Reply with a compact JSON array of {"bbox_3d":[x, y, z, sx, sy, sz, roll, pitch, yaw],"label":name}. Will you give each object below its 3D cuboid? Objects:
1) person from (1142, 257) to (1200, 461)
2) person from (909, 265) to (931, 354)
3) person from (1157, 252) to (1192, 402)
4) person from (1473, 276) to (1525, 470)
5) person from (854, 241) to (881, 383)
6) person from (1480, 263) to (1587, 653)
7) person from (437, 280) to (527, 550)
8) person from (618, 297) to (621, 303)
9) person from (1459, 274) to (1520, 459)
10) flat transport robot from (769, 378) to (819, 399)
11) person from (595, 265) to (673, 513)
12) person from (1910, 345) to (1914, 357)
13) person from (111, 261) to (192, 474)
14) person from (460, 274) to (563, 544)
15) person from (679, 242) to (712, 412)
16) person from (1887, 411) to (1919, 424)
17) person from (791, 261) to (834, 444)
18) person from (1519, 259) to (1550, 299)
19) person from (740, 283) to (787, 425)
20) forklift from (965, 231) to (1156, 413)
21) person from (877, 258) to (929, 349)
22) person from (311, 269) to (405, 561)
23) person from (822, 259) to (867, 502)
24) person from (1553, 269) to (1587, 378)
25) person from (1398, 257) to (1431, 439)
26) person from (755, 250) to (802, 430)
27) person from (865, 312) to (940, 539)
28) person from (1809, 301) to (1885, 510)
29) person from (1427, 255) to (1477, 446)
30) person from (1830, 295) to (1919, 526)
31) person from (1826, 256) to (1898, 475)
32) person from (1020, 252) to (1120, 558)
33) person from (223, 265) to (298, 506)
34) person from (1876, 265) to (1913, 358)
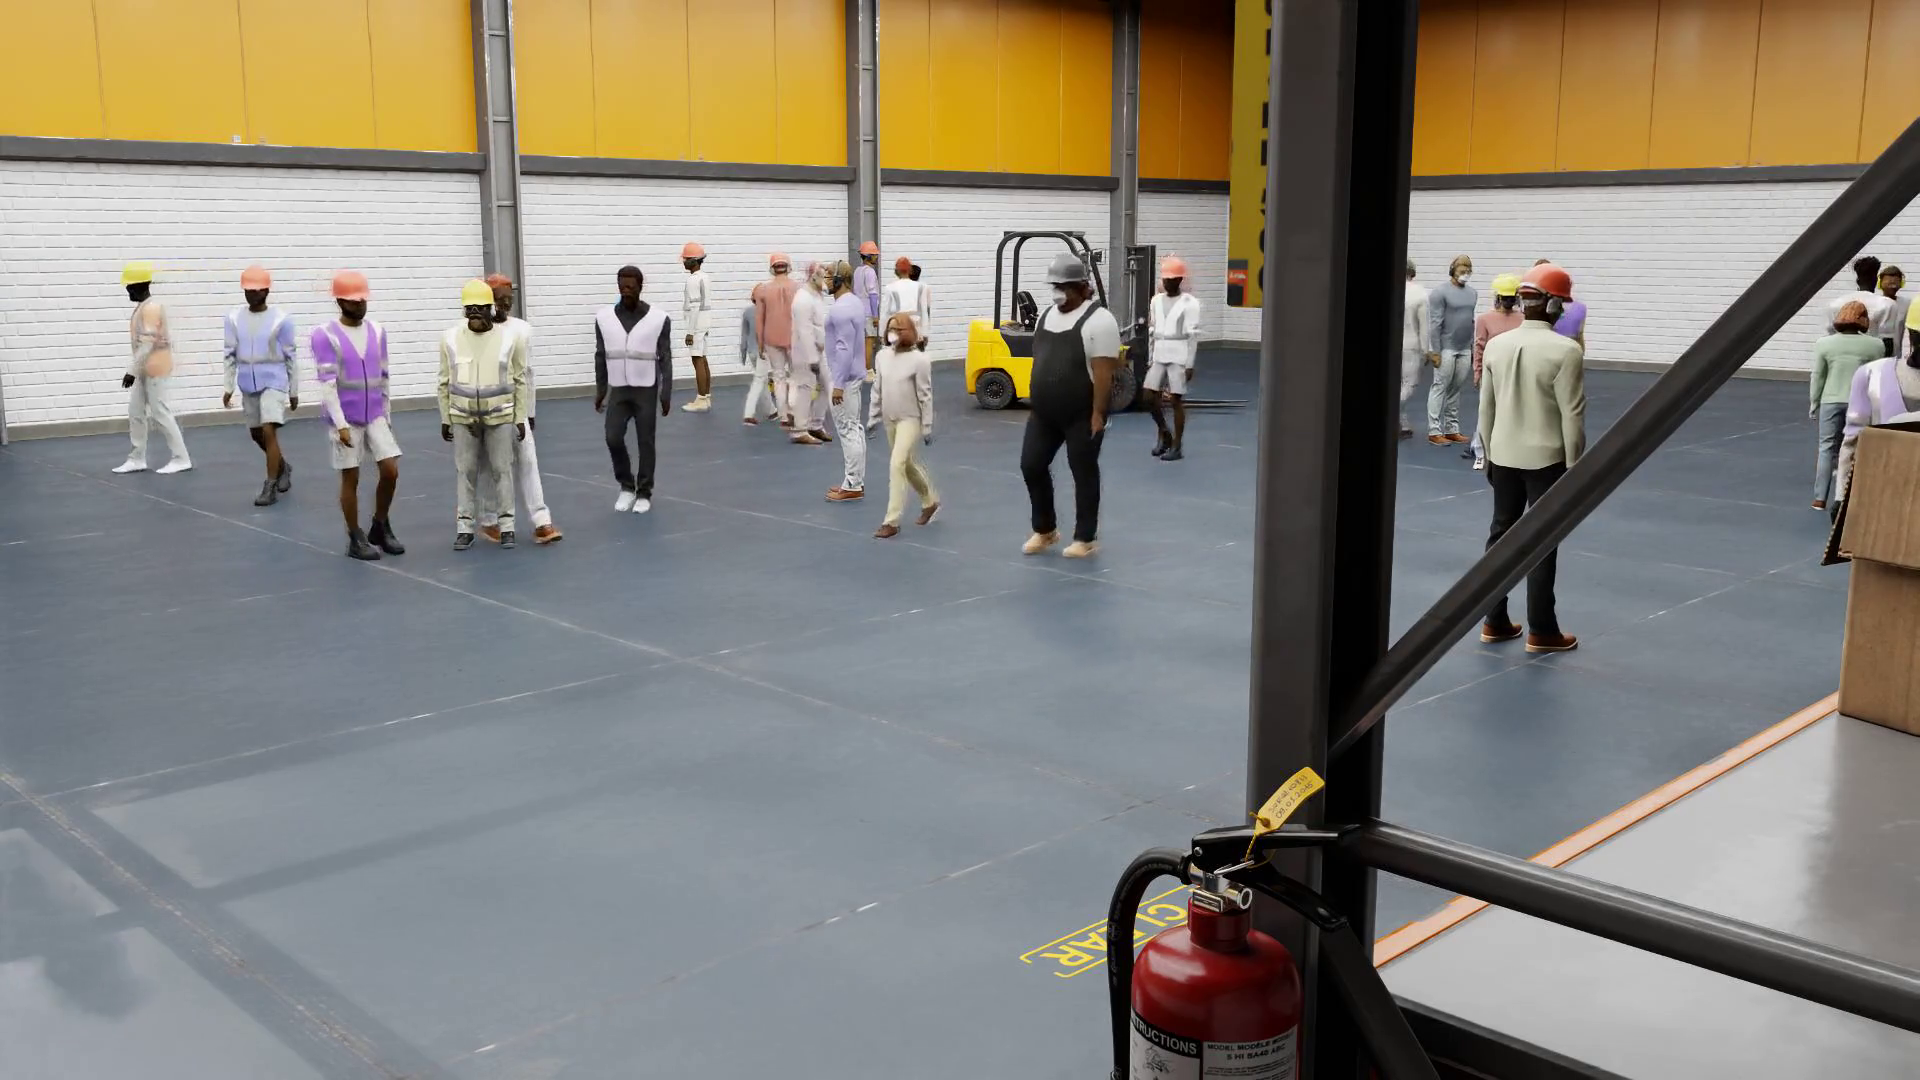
[{"bbox_3d":[1.987,-1.707,15.775,0.575,1.921,0.410,9,14,41],"label":"person"},{"bbox_3d":[-0.679,-3.225,24.690,0.536,1.693,0.319,4,11,20],"label":"person"},{"bbox_3d":[2.701,-2.718,21.322,0.408,1.912,0.643,6,12,30],"label":"person"},{"bbox_3d":[4.930,-1.506,15.119,0.523,1.765,0.316,2,11,8],"label":"person"},{"bbox_3d":[-1.320,-3.290,24.080,0.372,2.044,0.607,-5,12,-26],"label":"person"},{"bbox_3d":[2.952,-0.418,8.565,0.385,1.990,0.608,-7,12,-33],"label":"person"},{"bbox_3d":[-3.246,-0.844,11.312,0.586,1.835,0.403,-2,11,-9],"label":"person"},{"bbox_3d":[-4.344,-2.699,21.800,0.317,1.696,0.538,0,10,-1],"label":"person"},{"bbox_3d":[5.267,-1.649,15.912,0.969,1.775,0.598,-6,12,-28],"label":"person"},{"bbox_3d":[-2.002,-2.004,21.899,0.652,0.197,1.431,-5,11,-24],"label":"flat transport robot"},{"bbox_3d":[-2.507,-1.143,12.747,0.629,1.901,0.500,1,10,4],"label":"person"},{"bbox_3d":[8.732,-1.517,14.785,0.855,1.901,0.578,-8,13,-37],"label":"person"},{"bbox_3d":[-7.219,-1.515,14.788,0.638,1.894,0.604,-7,13,-35],"label":"person"},{"bbox_3d":[-3.091,-0.868,11.375,0.598,1.854,0.832,-8,13,-38],"label":"person"},{"bbox_3d":[-3.210,-2.579,20.193,0.365,2.048,0.607,1,10,4],"label":"person"},{"bbox_3d":[3.307,0.196,5.543,0.329,1.872,0.507,-9,14,-41],"label":"person"},{"bbox_3d":[-1.500,-1.886,16.900,0.512,1.871,0.676,3,11,14],"label":"person"},{"bbox_3d":[7.075,-2.504,20.343,0.628,1.843,0.429,6,12,28],"label":"person"},{"bbox_3d":[-2.227,-2.104,18.849,0.508,1.588,0.845,7,13,35],"label":"person"},{"bbox_3d":[1.222,-2.721,20.561,2.313,2.155,1.214,2,11,13],"label":"forklift"},{"bbox_3d":[-0.742,-2.613,20.932,0.598,1.839,0.951,-4,11,-22],"label":"person"},{"bbox_3d":[-3.923,-0.800,10.855,0.490,1.912,0.556,9,14,40],"label":"person"},{"bbox_3d":[-0.926,-1.270,13.348,0.355,1.938,0.634,1,10,4],"label":"person"},{"bbox_3d":[5.683,-1.686,15.935,0.597,1.819,0.468,-1,10,-4],"label":"person"},{"bbox_3d":[4.551,-1.982,17.269,0.634,1.914,0.724,10,14,43],"label":"person"},{"bbox_3d":[-1.934,-2.187,18.249,0.638,1.972,0.456,-1,10,-7],"label":"person"},{"bbox_3d":[-0.379,-0.848,11.969,0.491,1.600,0.829,9,14,41],"label":"person"},{"bbox_3d":[6.849,-1.032,12.883,0.501,1.633,0.288,6,12,31],"label":"person"},{"bbox_3d":[5.025,-1.925,16.939,0.627,1.934,0.370,-7,12,-32],"label":"person"},{"bbox_3d":[4.518,-0.243,7.898,0.588,1.892,0.918,8,13,39],"label":"person"},{"bbox_3d":[8.034,-1.548,14.845,0.614,1.939,0.630,-8,13,-37],"label":"person"},{"bbox_3d":[0.694,-0.882,10.954,0.691,2.000,0.582,8,13,38],"label":"person"},{"bbox_3d":[-5.591,-1.263,13.420,0.549,1.909,0.879,0,10,2],"label":"person"},{"bbox_3d":[8.852,-1.696,15.938,0.518,1.844,0.394,5,11,24],"label":"person"}]
